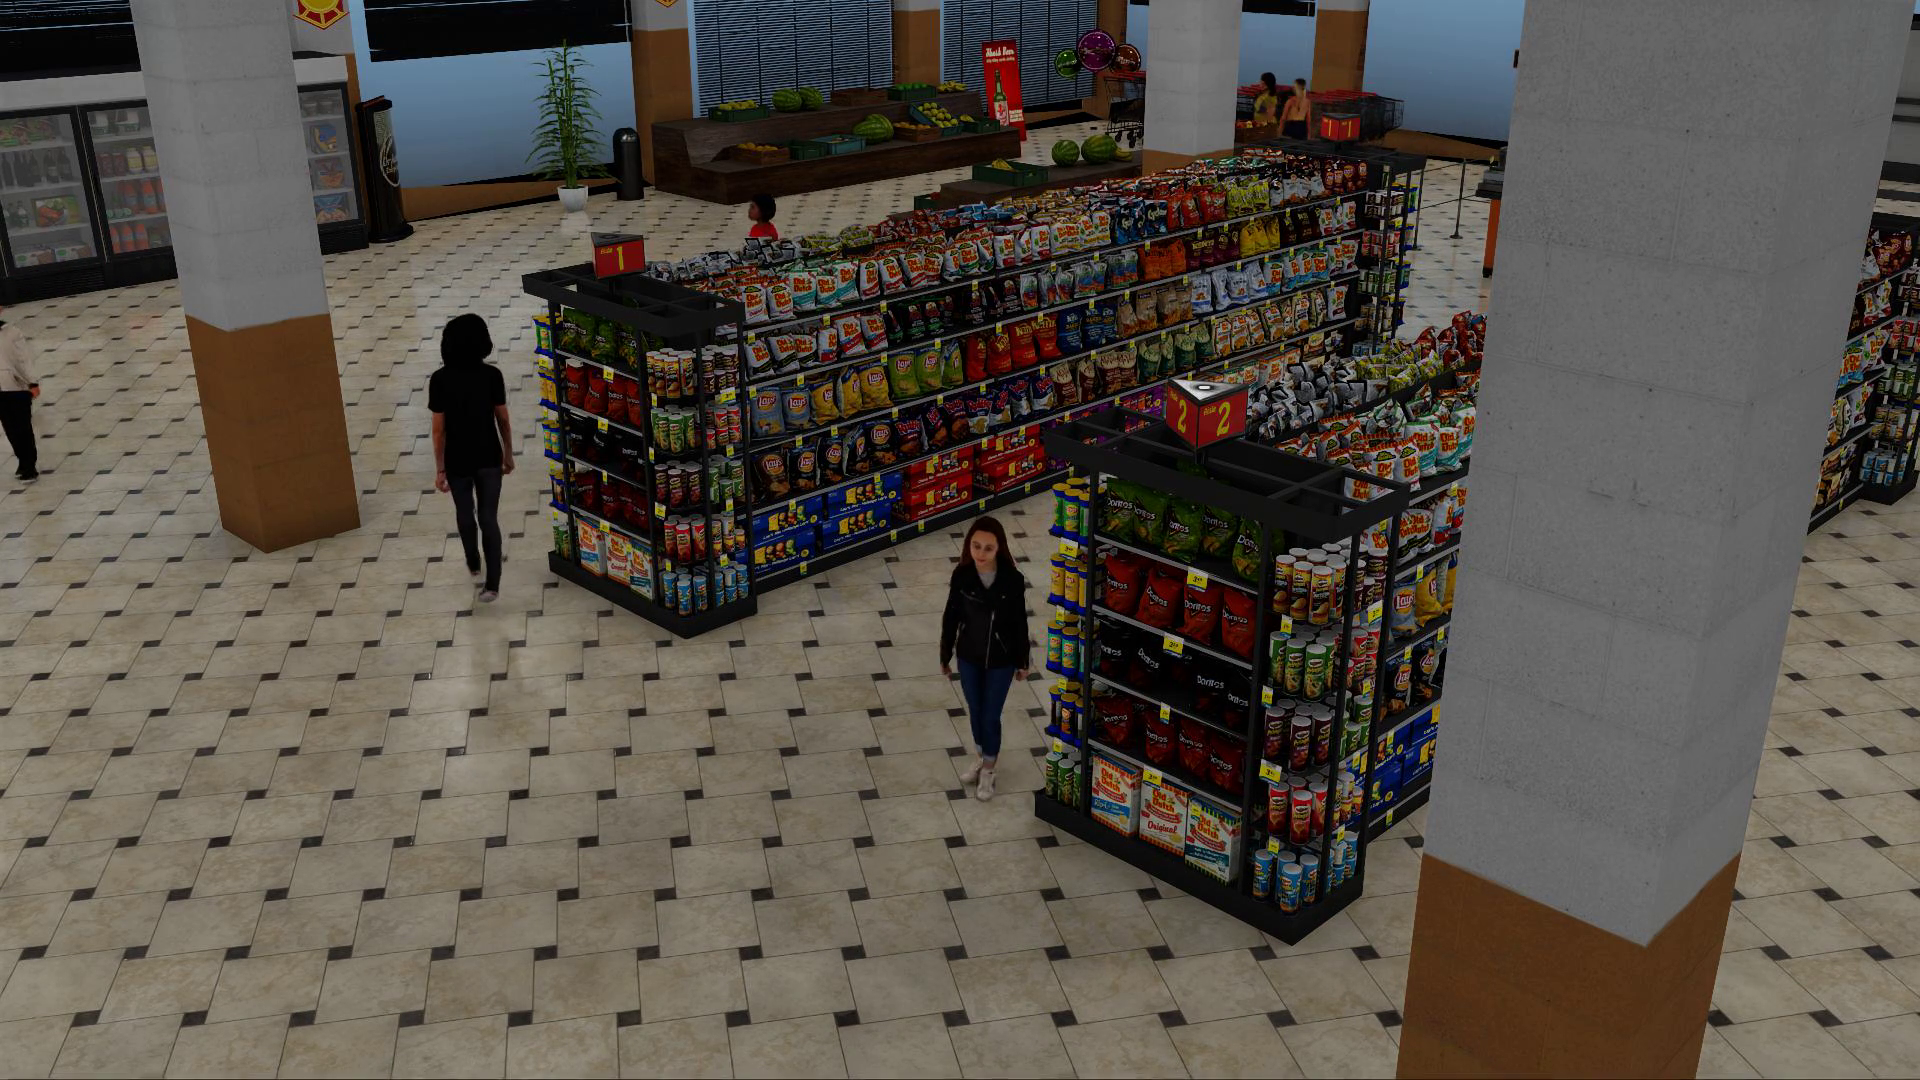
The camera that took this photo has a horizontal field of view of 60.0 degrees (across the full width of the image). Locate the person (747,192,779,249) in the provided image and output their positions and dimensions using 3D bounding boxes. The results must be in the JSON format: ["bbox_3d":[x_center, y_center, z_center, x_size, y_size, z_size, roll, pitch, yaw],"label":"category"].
[{"bbox_3d":[-1.636,-2.217,14.812,1.058,1.719,0.834,-9,24,-21],"label":"person"}]

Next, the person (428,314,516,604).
[{"bbox_3d":[-3.015,-0.469,10.375,1.195,1.784,1.028,-9,24,-22],"label":"person"}]

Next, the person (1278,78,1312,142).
[{"bbox_3d":[4.806,-5.702,23.653,1.118,1.594,0.893,-8,23,-20],"label":"person"}]

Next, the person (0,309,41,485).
[{"bbox_3d":[-7.189,-1.175,12.592,0.801,1.441,0.857,-3,22,-7],"label":"person"}]

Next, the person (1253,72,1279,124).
[{"bbox_3d":[4.504,-5.950,24.201,1.170,1.645,1.106,-1,22,-1],"label":"person"}]

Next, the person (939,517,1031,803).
[{"bbox_3d":[0.157,0.545,8.276,0.692,1.468,0.716,9,24,22],"label":"person"}]
